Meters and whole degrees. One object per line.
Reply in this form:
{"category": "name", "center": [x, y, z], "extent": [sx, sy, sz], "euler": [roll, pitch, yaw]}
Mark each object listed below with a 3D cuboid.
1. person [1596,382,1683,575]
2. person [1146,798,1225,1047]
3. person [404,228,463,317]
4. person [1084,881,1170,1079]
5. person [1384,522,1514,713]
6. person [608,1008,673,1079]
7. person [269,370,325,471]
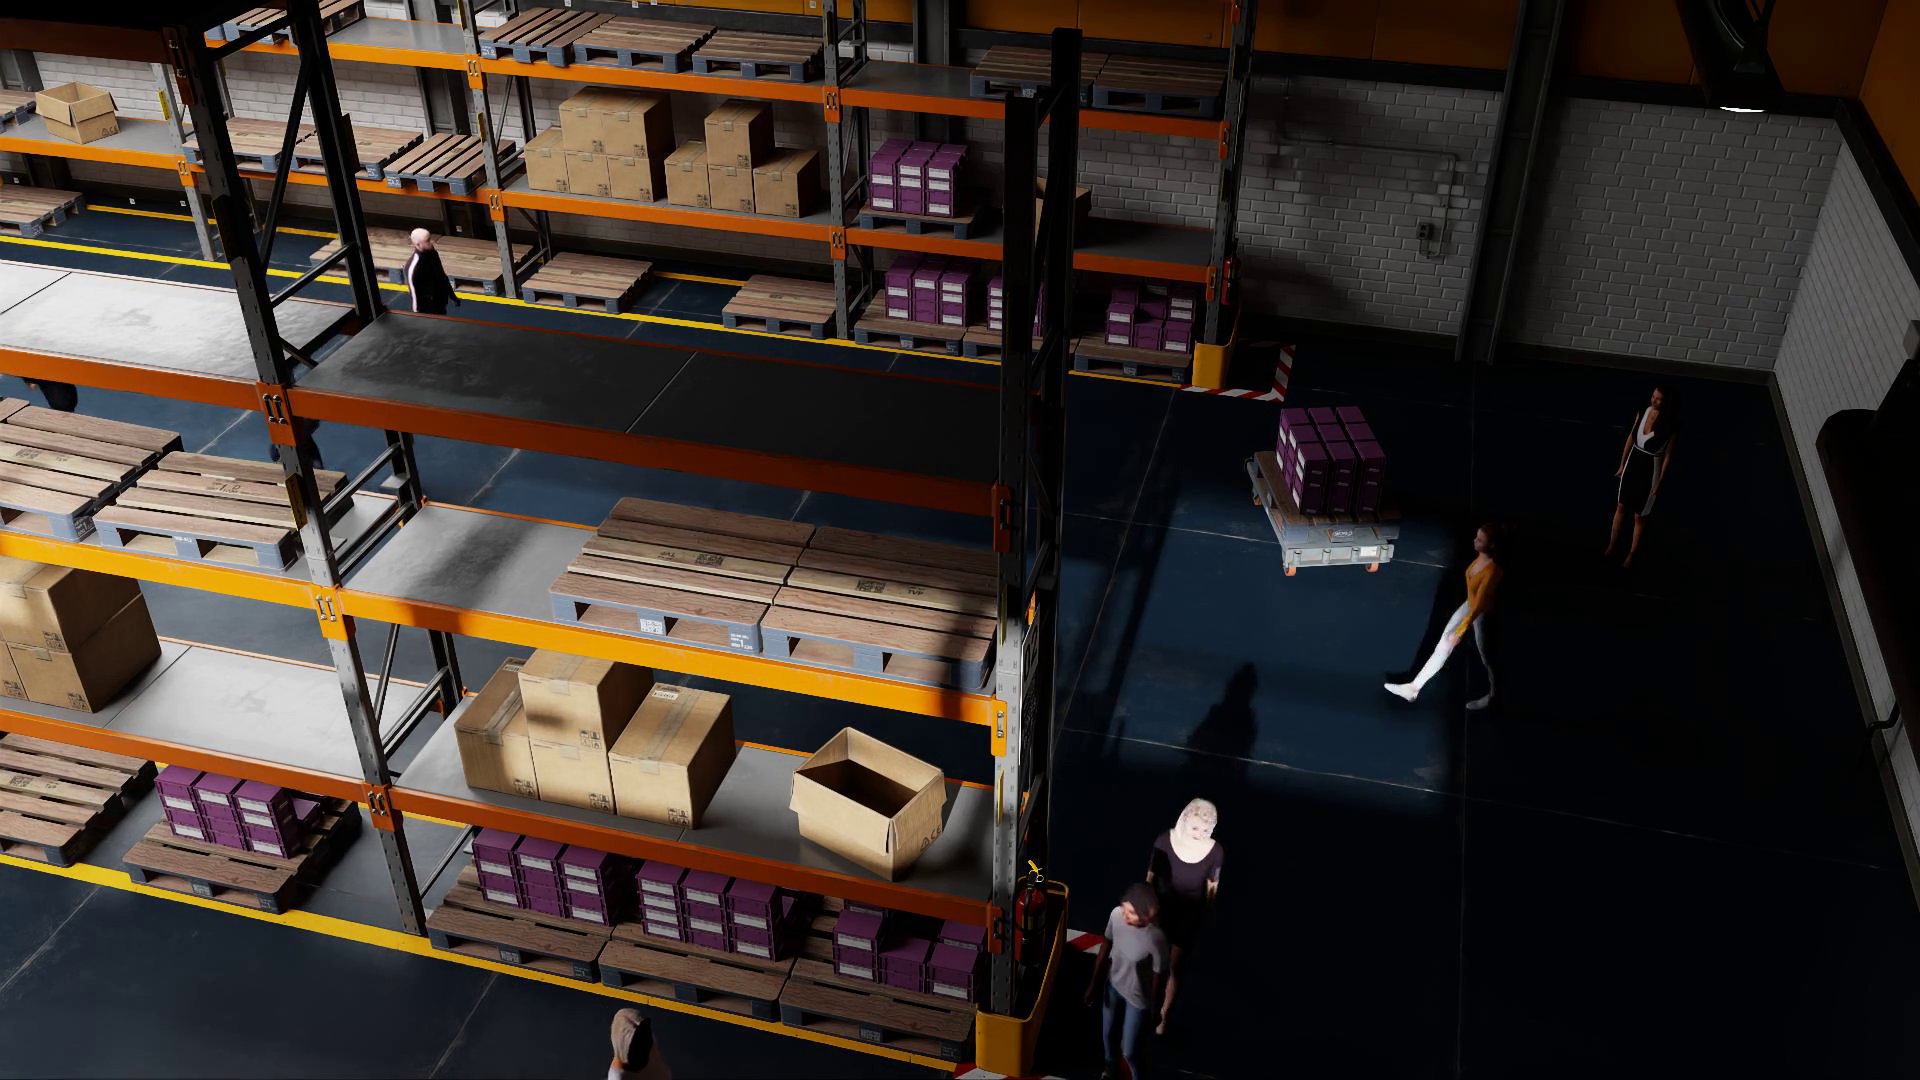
{"category": "person", "center": [5.786, -0.537, 14.106], "extent": [0.700, 1.795, 0.627], "euler": [-20, 38, -27]}
{"category": "person", "center": [1.316, 2.172, 10.024], "extent": [0.966, 1.803, 0.655], "euler": [11, 35, 16]}
{"category": "person", "center": [-5.396, -2.276, 16.717], "extent": [1.069, 1.802, 0.804], "euler": [2, 34, 3]}
{"category": "person", "center": [0.979, 2.561, 9.520], "extent": [0.790, 1.713, 0.723], "euler": [-26, 42, -33]}
{"category": "person", "center": [3.970, 0.634, 12.432], "extent": [1.195, 1.700, 0.786], "euler": [0, 34, -1]}
{"category": "person", "center": [-1.713, 3.075, 8.732], "extent": [0.953, 1.730, 0.578], "euler": [9, 35, 13]}
{"category": "person", "center": [-6.058, -1.131, 15.191], "extent": [0.831, 1.584, 0.733], "euler": [1, 34, 1]}
